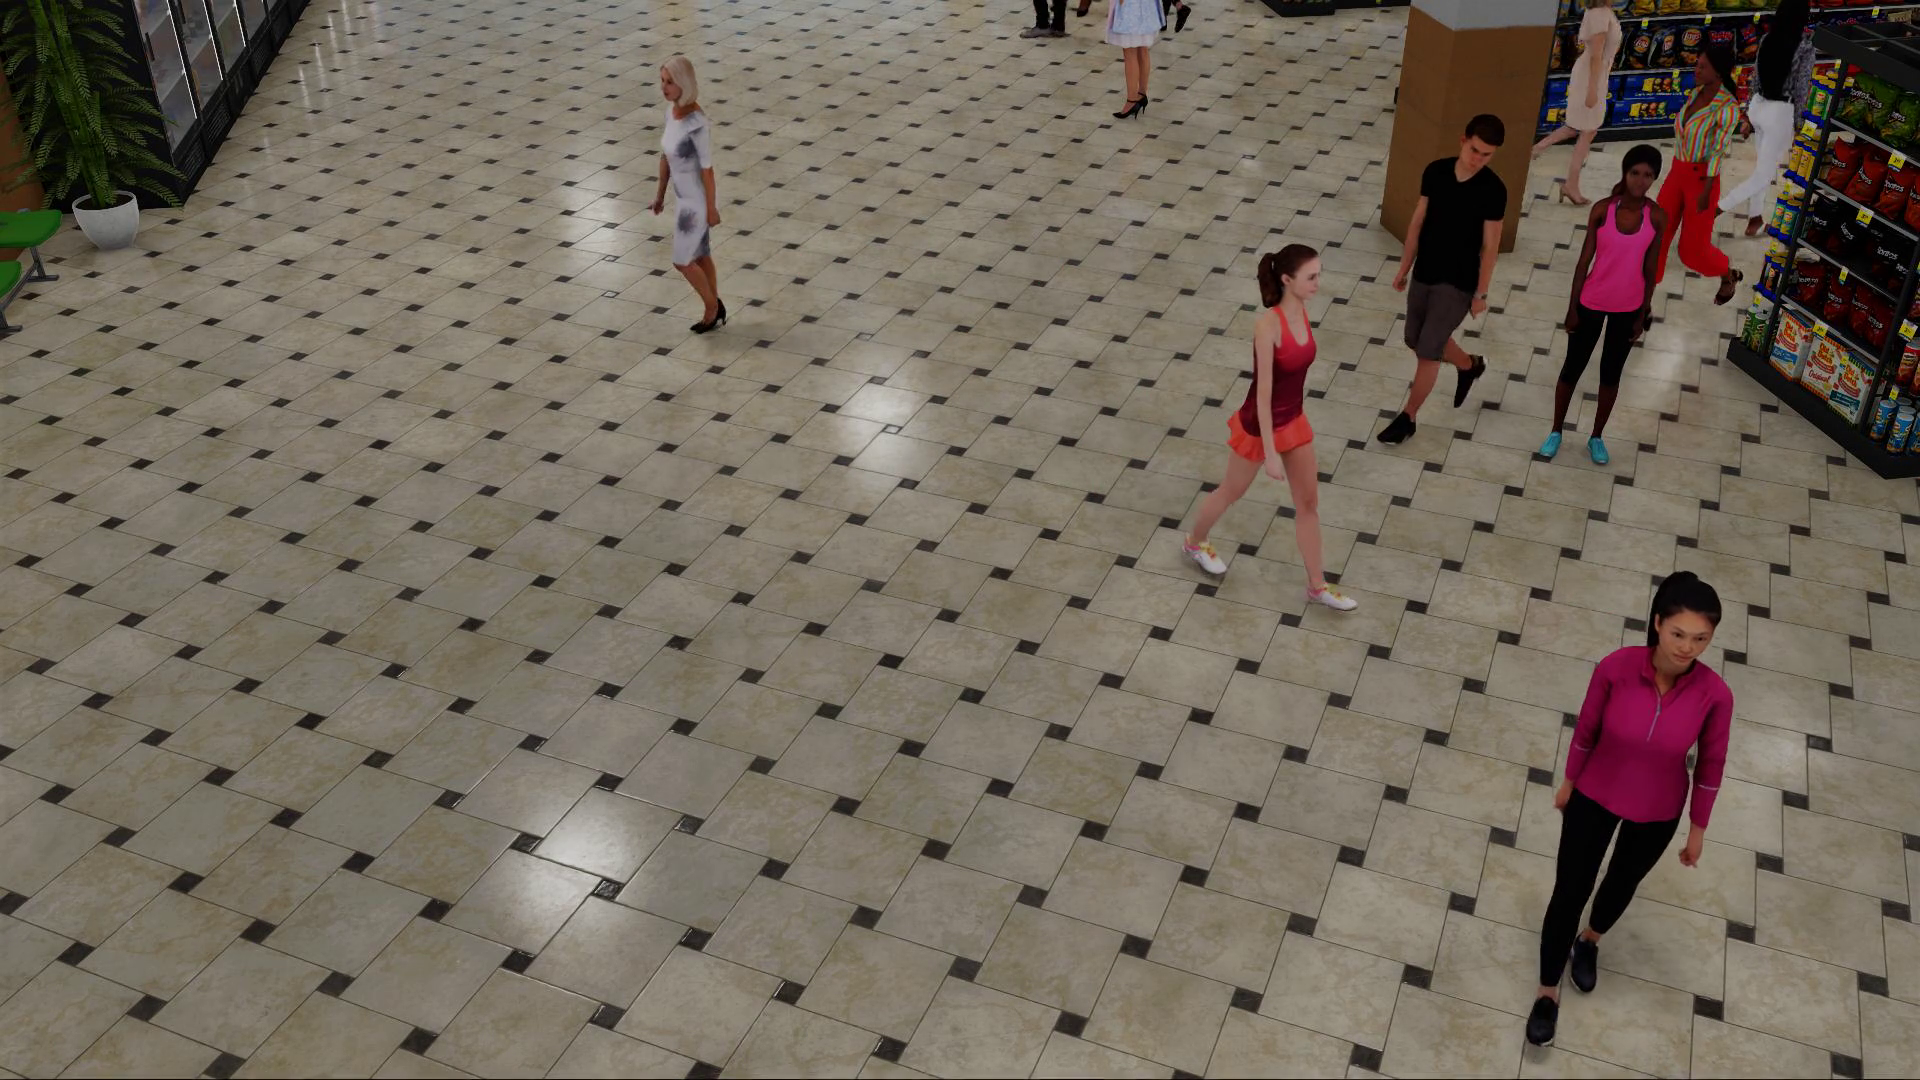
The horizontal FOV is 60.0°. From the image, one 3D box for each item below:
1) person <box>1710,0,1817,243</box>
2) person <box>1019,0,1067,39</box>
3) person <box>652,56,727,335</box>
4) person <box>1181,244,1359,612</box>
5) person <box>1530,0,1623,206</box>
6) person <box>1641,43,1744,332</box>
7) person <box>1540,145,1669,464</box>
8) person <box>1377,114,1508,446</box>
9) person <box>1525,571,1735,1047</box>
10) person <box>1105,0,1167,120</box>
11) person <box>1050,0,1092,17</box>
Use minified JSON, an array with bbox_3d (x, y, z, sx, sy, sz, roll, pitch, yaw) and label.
[{"bbox_3d":[5.411,-2.791,11.220,1.109,1.697,0.697,-11,33,-16],"label":"person"},{"bbox_3d":[0.943,-5.690,15.729,0.773,1.857,0.769,3,32,4],"label":"person"},{"bbox_3d":[-1.525,-2.057,10.006,0.678,1.735,0.671,-16,35,-24],"label":"person"},{"bbox_3d":[1.337,-0.510,7.545,1.077,1.707,1.140,27,41,36],"label":"person"},{"bbox_3d":[4.402,-3.246,11.926,0.956,1.723,0.808,8,33,13],"label":"person"},{"bbox_3d":[4.489,-2.081,10.017,1.147,1.763,0.724,-11,34,-17],"label":"person"},{"bbox_3d":[3.381,-1.221,8.672,0.614,1.723,0.702,9,33,14],"label":"person"},{"bbox_3d":[2.649,-1.396,8.861,1.180,1.822,0.965,-19,37,-28],"label":"person"},{"bbox_3d":[2.193,0.808,5.447,0.910,1.686,0.901,11,34,17],"label":"person"},{"bbox_3d":[1.435,-4.391,13.680,0.917,1.815,0.859,19,37,27],"label":"person"},{"bbox_3d":[1.147,-6.176,16.526,0.748,1.841,0.794,24,39,33],"label":"person"}]
